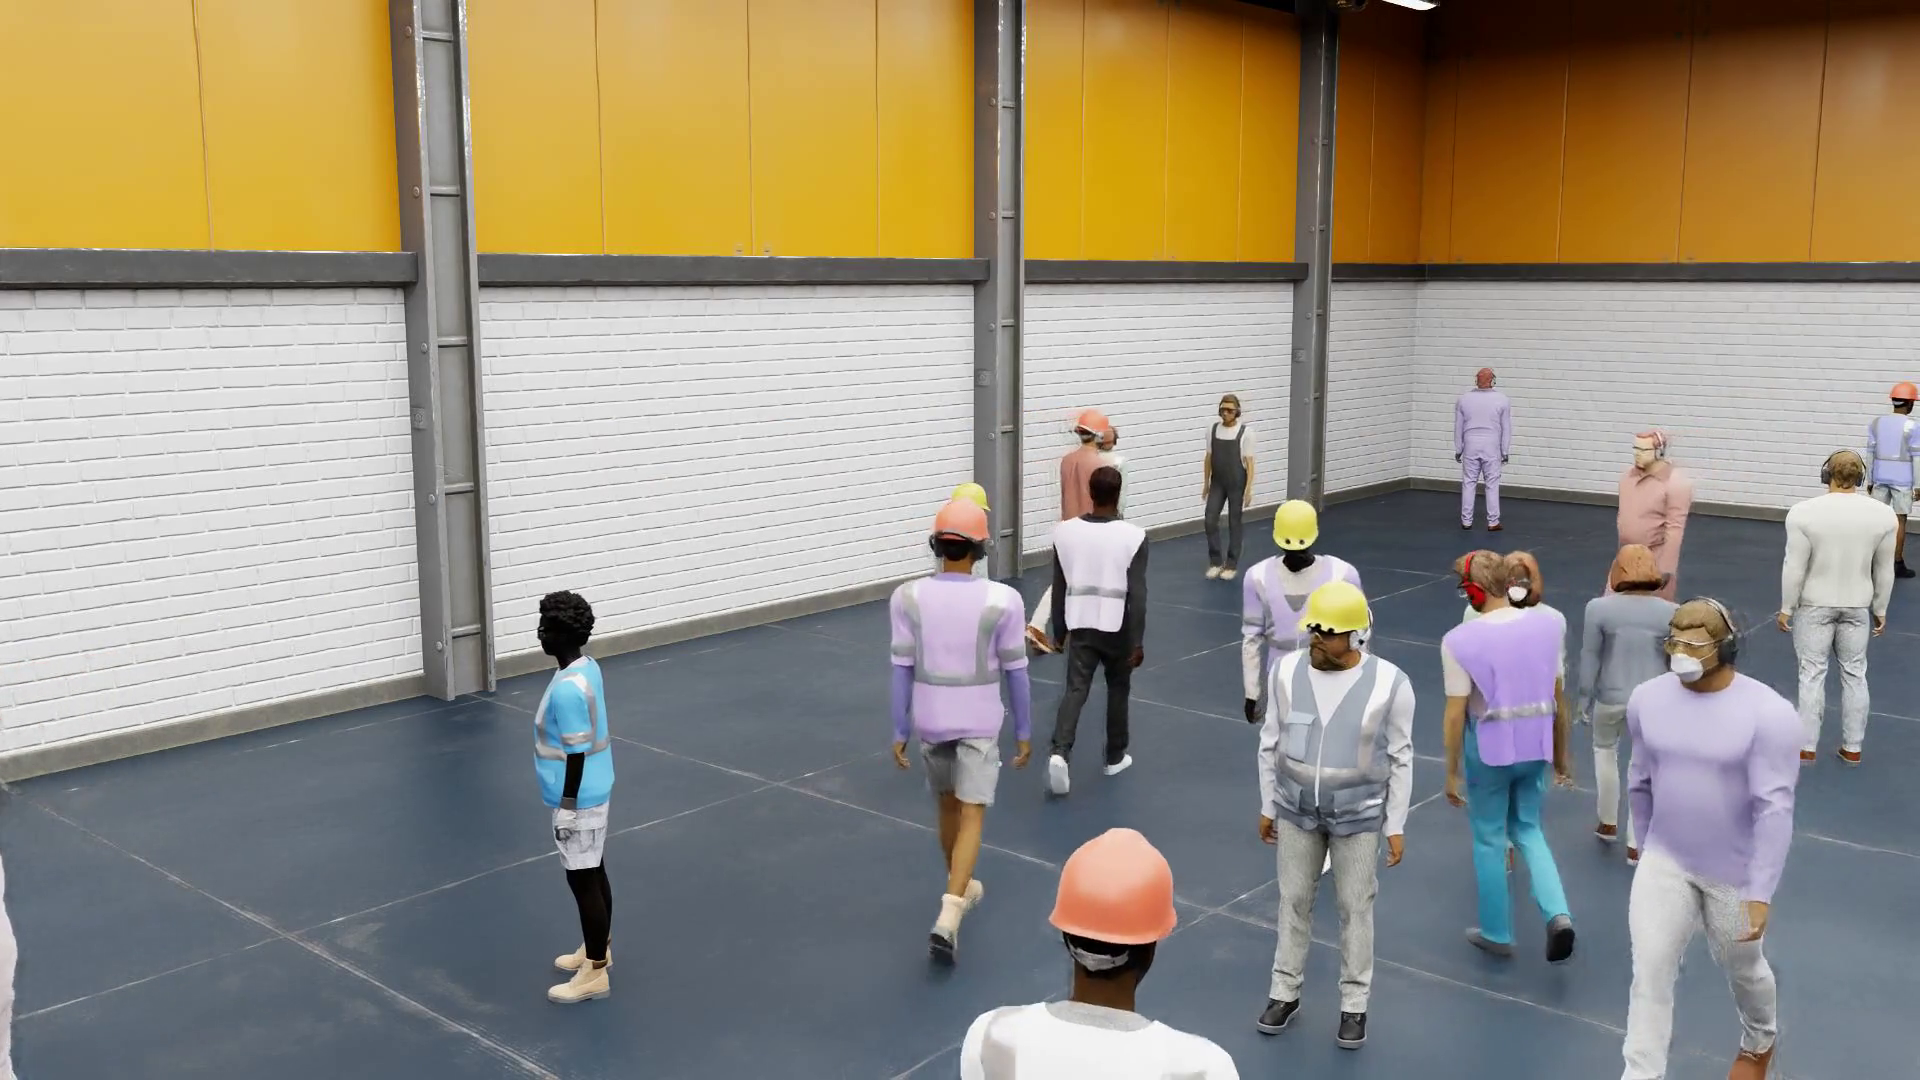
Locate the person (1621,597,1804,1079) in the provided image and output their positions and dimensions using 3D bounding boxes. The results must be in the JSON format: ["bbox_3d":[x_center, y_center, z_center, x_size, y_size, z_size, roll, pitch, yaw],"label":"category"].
[{"bbox_3d":[2.626,1.119,5.825,1.018,1.904,0.634,-8,12,-41],"label":"person"}]

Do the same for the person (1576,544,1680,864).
[{"bbox_3d":[3.457,0.815,8.568,0.536,1.608,0.632,3,9,16],"label":"person"}]

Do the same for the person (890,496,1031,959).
[{"bbox_3d":[-0.016,0.811,7.388,0.621,2.010,0.967,2,9,14],"label":"person"}]

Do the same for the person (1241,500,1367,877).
[{"bbox_3d":[1.700,0.724,8.296,0.615,1.878,0.607,5,10,27],"label":"person"}]

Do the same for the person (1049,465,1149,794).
[{"bbox_3d":[0.783,0.510,9.669,0.597,1.888,0.910,4,10,23],"label":"person"}]

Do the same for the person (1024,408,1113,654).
[{"bbox_3d":[0.938,-0.065,13.093,1.040,1.949,0.633,-6,11,-35],"label":"person"}]

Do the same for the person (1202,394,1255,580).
[{"bbox_3d":[2.565,-0.495,16.124,0.549,1.827,0.593,5,10,29],"label":"person"}]

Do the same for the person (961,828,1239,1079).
[{"bbox_3d":[0.303,1.502,3.347,0.569,1.900,0.845,3,10,20],"label":"person"}]

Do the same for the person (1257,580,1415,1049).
[{"bbox_3d":[1.435,1.049,6.441,0.589,1.827,0.404,5,10,27],"label":"person"}]

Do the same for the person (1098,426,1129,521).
[{"bbox_3d":[1.296,-0.263,15.415,0.529,1.599,0.856,5,11,31],"label":"person"}]

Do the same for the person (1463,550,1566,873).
[{"bbox_3d":[2.777,0.839,8.393,0.516,1.616,0.438,4,10,24],"label":"person"}]

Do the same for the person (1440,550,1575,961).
[{"bbox_3d":[2.362,0.950,7.112,0.651,1.811,0.566,-2,9,-14],"label":"person"}]

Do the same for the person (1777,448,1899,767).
[{"bbox_3d":[5.296,0.414,10.079,0.635,1.937,0.354,1,9,8],"label":"person"}]

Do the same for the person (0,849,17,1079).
[{"bbox_3d":[-2.966,1.287,4.773,0.574,1.888,0.663,-5,10,-27],"label":"person"}]

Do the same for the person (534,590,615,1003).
[{"bbox_3d":[-1.590,1.047,6.862,0.316,1.695,0.541,-1,9,-6],"label":"person"}]

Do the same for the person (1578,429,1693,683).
[{"bbox_3d":[4.854,0.145,11.957,0.815,1.876,0.692,-4,10,-21],"label":"person"}]

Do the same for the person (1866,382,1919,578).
[{"bbox_3d":[9.248,-0.596,16.432,0.378,1.932,0.551,-5,10,-30],"label":"person"}]

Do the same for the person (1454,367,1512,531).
[{"bbox_3d":[6.100,-1.056,19.411,0.643,1.910,0.400,5,10,29],"label":"person"}]

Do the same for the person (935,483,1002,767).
[{"bbox_3d":[0.039,0.518,10.062,0.309,1.736,0.485,-6,11,-33],"label":"person"}]
